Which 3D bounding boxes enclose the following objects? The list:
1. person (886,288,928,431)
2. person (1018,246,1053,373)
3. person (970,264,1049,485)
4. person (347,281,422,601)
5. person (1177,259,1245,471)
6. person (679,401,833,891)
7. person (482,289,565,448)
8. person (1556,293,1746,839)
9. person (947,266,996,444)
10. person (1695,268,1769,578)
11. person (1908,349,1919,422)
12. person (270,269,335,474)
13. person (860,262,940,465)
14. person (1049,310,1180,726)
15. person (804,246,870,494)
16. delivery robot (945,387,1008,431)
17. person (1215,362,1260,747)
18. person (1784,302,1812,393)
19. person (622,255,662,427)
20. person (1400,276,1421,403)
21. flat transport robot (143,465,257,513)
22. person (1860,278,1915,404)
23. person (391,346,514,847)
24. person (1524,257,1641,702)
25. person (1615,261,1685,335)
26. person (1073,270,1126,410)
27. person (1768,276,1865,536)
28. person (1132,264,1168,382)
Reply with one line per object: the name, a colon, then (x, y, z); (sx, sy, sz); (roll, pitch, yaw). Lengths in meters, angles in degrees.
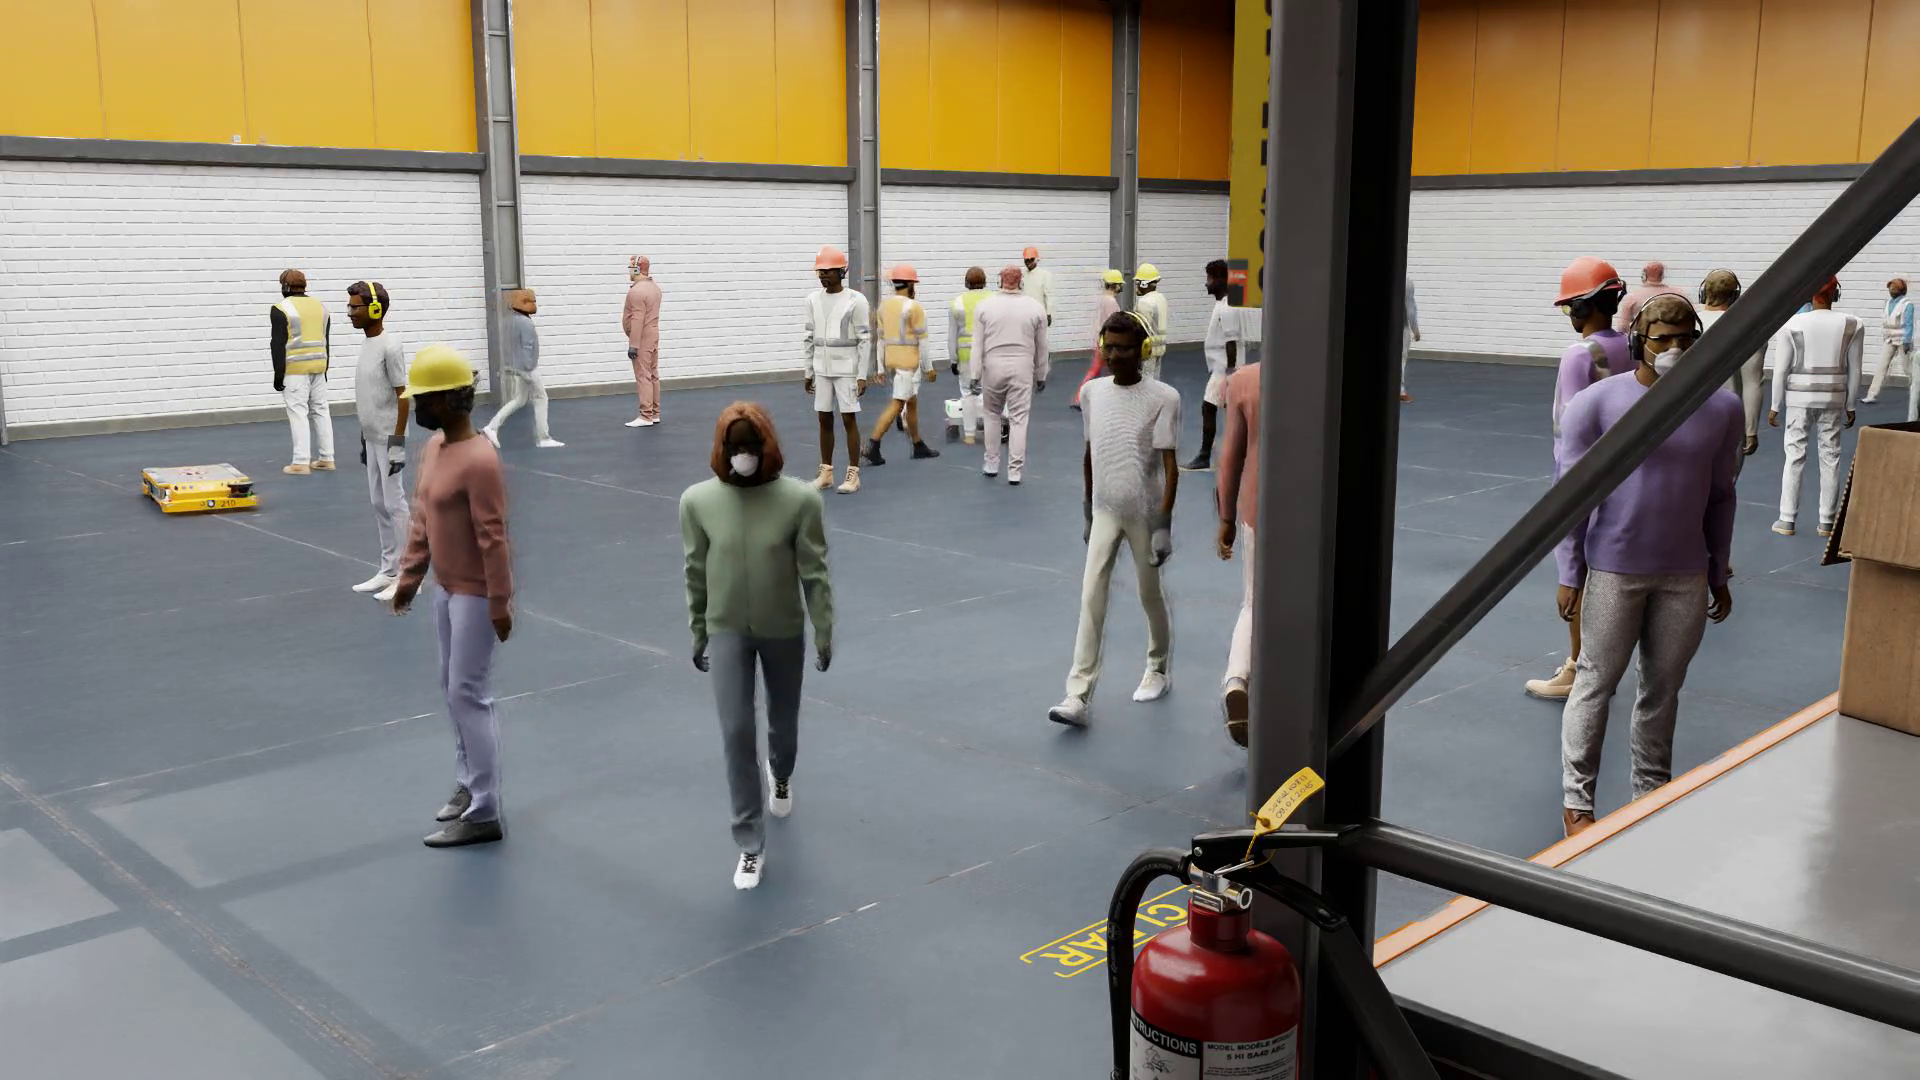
person: (-0.608, -1.989, 18.156); (0.522, 1.616, 0.708); (4, 11, 18)
person: (1.095, -3.373, 24.703); (0.642, 1.975, 0.514); (6, 12, 31)
person: (0.425, -1.449, 14.479); (0.683, 1.872, 0.850); (0, 10, -2)
person: (-3.411, -0.581, 9.782); (0.312, 1.869, 0.536); (-9, 13, -39)
person: (2.478, -1.565, 14.997); (0.910, 1.936, 0.610); (1, 10, 7)
person: (-0.693, 0.302, 5.735); (0.509, 1.602, 0.818); (-1, 10, -3)
person: (-4.410, -1.708, 16.657); (0.739, 1.610, 0.504); (-6, 12, -28)
person: (2.374, 0.119, 5.775); (0.635, 1.937, 0.352); (0, 10, -2)
person: (0.183, -1.850, 16.812); (0.632, 1.827, 0.671); (0, 10, -1)
person: (4.654, -0.711, 10.343); (0.622, 1.932, 0.368); (10, 14, 44)
person: (6.622, -0.768, 11.155); (0.457, 1.730, 0.500); (-10, 14, -43)
person: (-5.930, -1.511, 14.971); (0.432, 1.837, 0.632); (5, 11, 25)
person: (-0.584, -1.655, 15.610); (0.996, 1.898, 0.540); (-9, 13, -39)
person: (0.728, -0.098, 7.328); (0.534, 1.804, 1.017); (6, 12, 29)
person: (-1.040, -1.397, 13.753); (0.611, 2.042, 0.395); (6, 12, 29)
delivery robot: (0.198, -1.344, 17.270); (0.707, 0.478, 0.477); (0, 10, -1)
person: (1.336, -0.088, 6.845); (0.631, 1.969, 0.814); (5, 11, 24)
person: (11.315, -2.789, 22.293); (0.318, 1.697, 0.534); (-3, 11, -16)
person: (-3.572, -2.224, 18.636); (0.410, 1.909, 0.643); (2, 10, 8)
person: (5.563, -2.696, 21.138); (0.482, 1.931, 0.652); (-5, 12, -26)
flat transport robot: (-6.108, -0.430, 13.317); (0.652, 0.197, 1.431); (-6, 12, -31)
person: (11.907, -2.508, 21.048); (0.855, 1.592, 0.559); (-2, 11, -12)
person: (-1.785, 0.187, 5.926); (0.382, 1.746, 0.526); (-7, 12, -32)
person: (2.849, -0.264, 7.603); (0.605, 2.034, 0.392); (-9, 14, -41)
person: (7.172, -1.978, 17.440); (0.672, 1.853, 1.005); (-1, 10, -4)
person: (1.788, -2.402, 20.117); (0.897, 1.722, 0.536); (-2, 10, -8)
person: (6.070, -0.964, 11.820); (0.574, 1.887, 0.355); (3, 11, 16)
person: (1.962, -1.985, 17.536); (0.403, 1.834, 0.588); (5, 12, 25)
